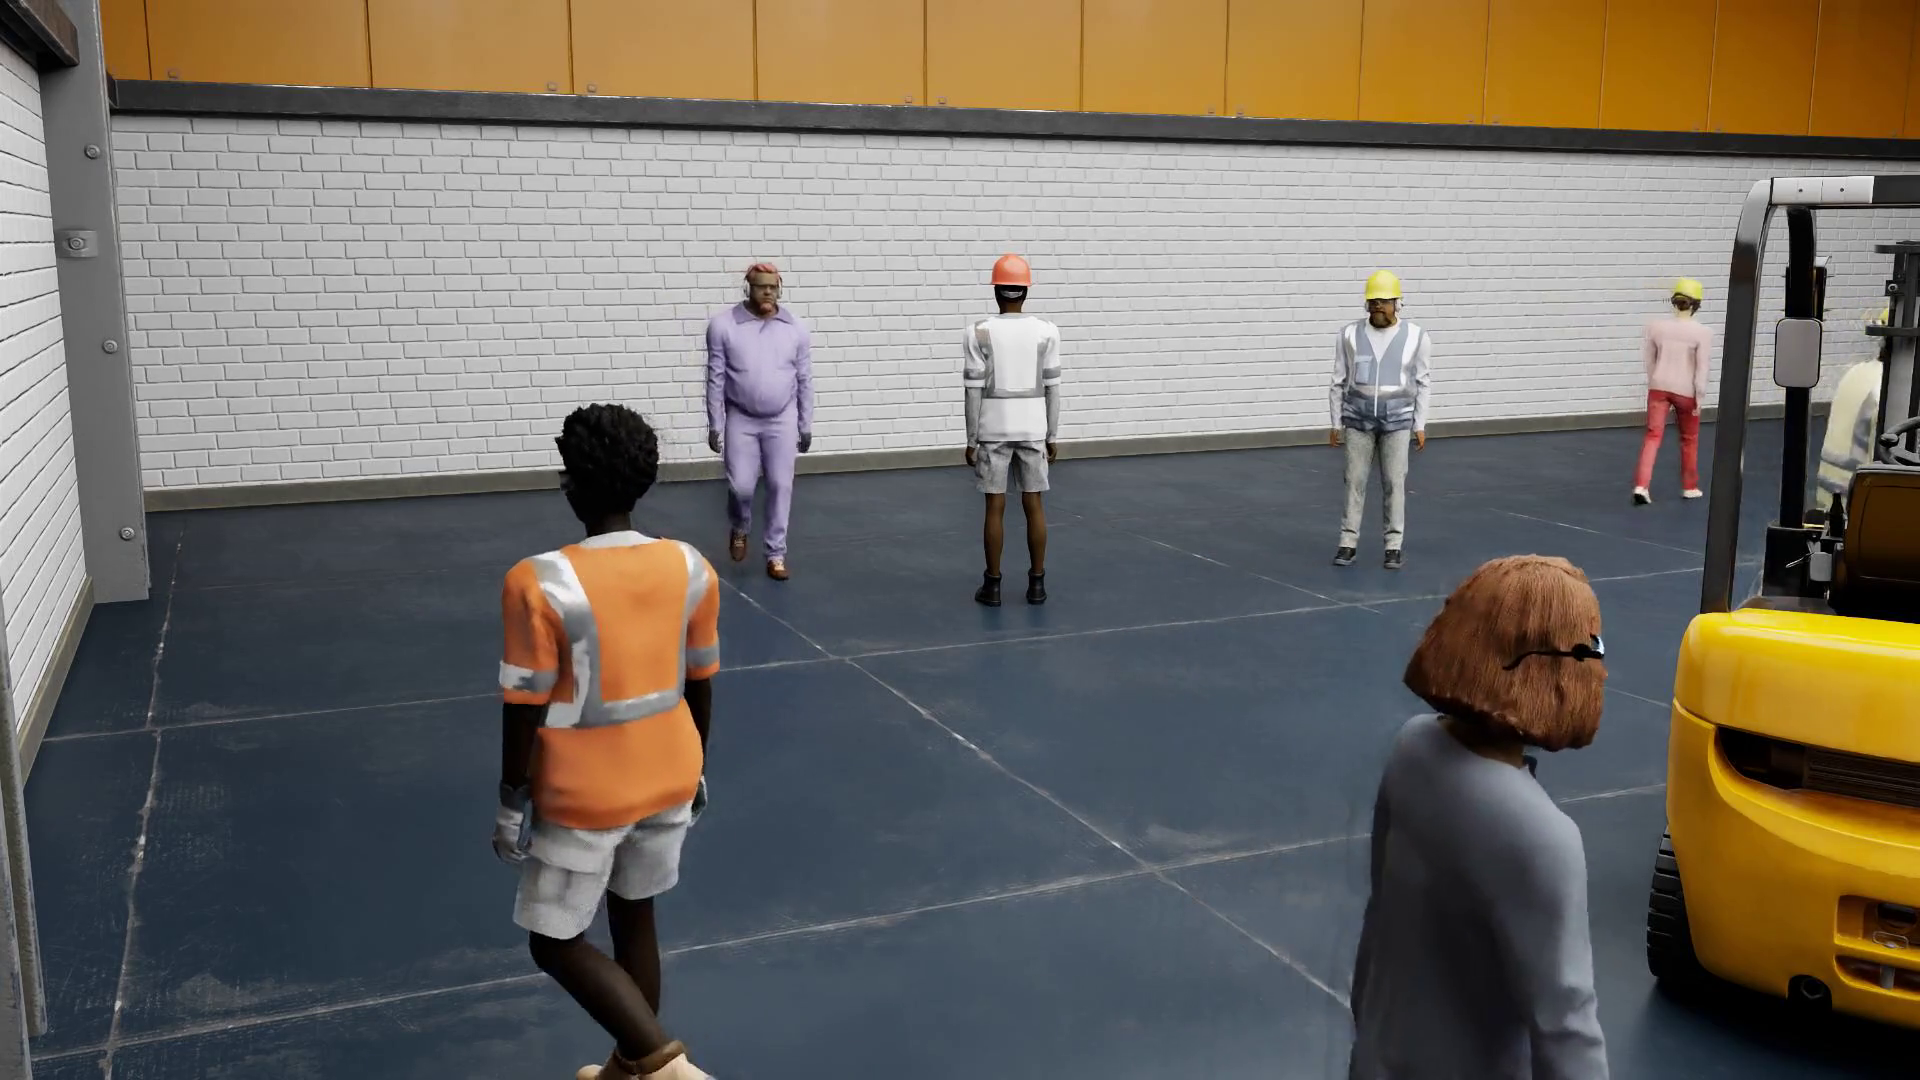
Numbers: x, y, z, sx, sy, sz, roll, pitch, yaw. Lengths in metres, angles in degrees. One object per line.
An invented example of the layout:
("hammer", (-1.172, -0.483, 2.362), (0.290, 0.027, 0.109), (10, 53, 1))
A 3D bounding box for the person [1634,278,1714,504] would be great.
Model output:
("person", (5.464, -1.134, 12.729), (0.526, 1.725, 0.885), (9, 14, 42))

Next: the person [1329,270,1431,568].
("person", (2.569, -0.735, 10.229), (0.600, 1.829, 0.404), (4, 11, 19))

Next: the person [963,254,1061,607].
("person", (0.279, -0.595, 9.163), (0.544, 1.939, 0.355), (-2, 10, -9))

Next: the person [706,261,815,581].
("person", (-1.192, -0.716, 9.950), (0.660, 1.888, 0.512), (-3, 11, -15))

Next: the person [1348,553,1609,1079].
("person", (0.788, 0.809, 2.368), (0.827, 1.590, 0.528), (0, 10, -2))

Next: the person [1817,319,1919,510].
("person", (3.837, -0.148, 7.173), (0.910, 1.775, 0.680), (1, 10, 3))

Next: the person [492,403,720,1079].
("person", (-0.718, 0.544, 3.600), (0.584, 1.679, 0.545), (9, 13, 39))

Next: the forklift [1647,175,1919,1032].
("forklift", (2.810, 0.094, 4.662), (1.214, 2.155, 2.313), (7, 12, 34))
